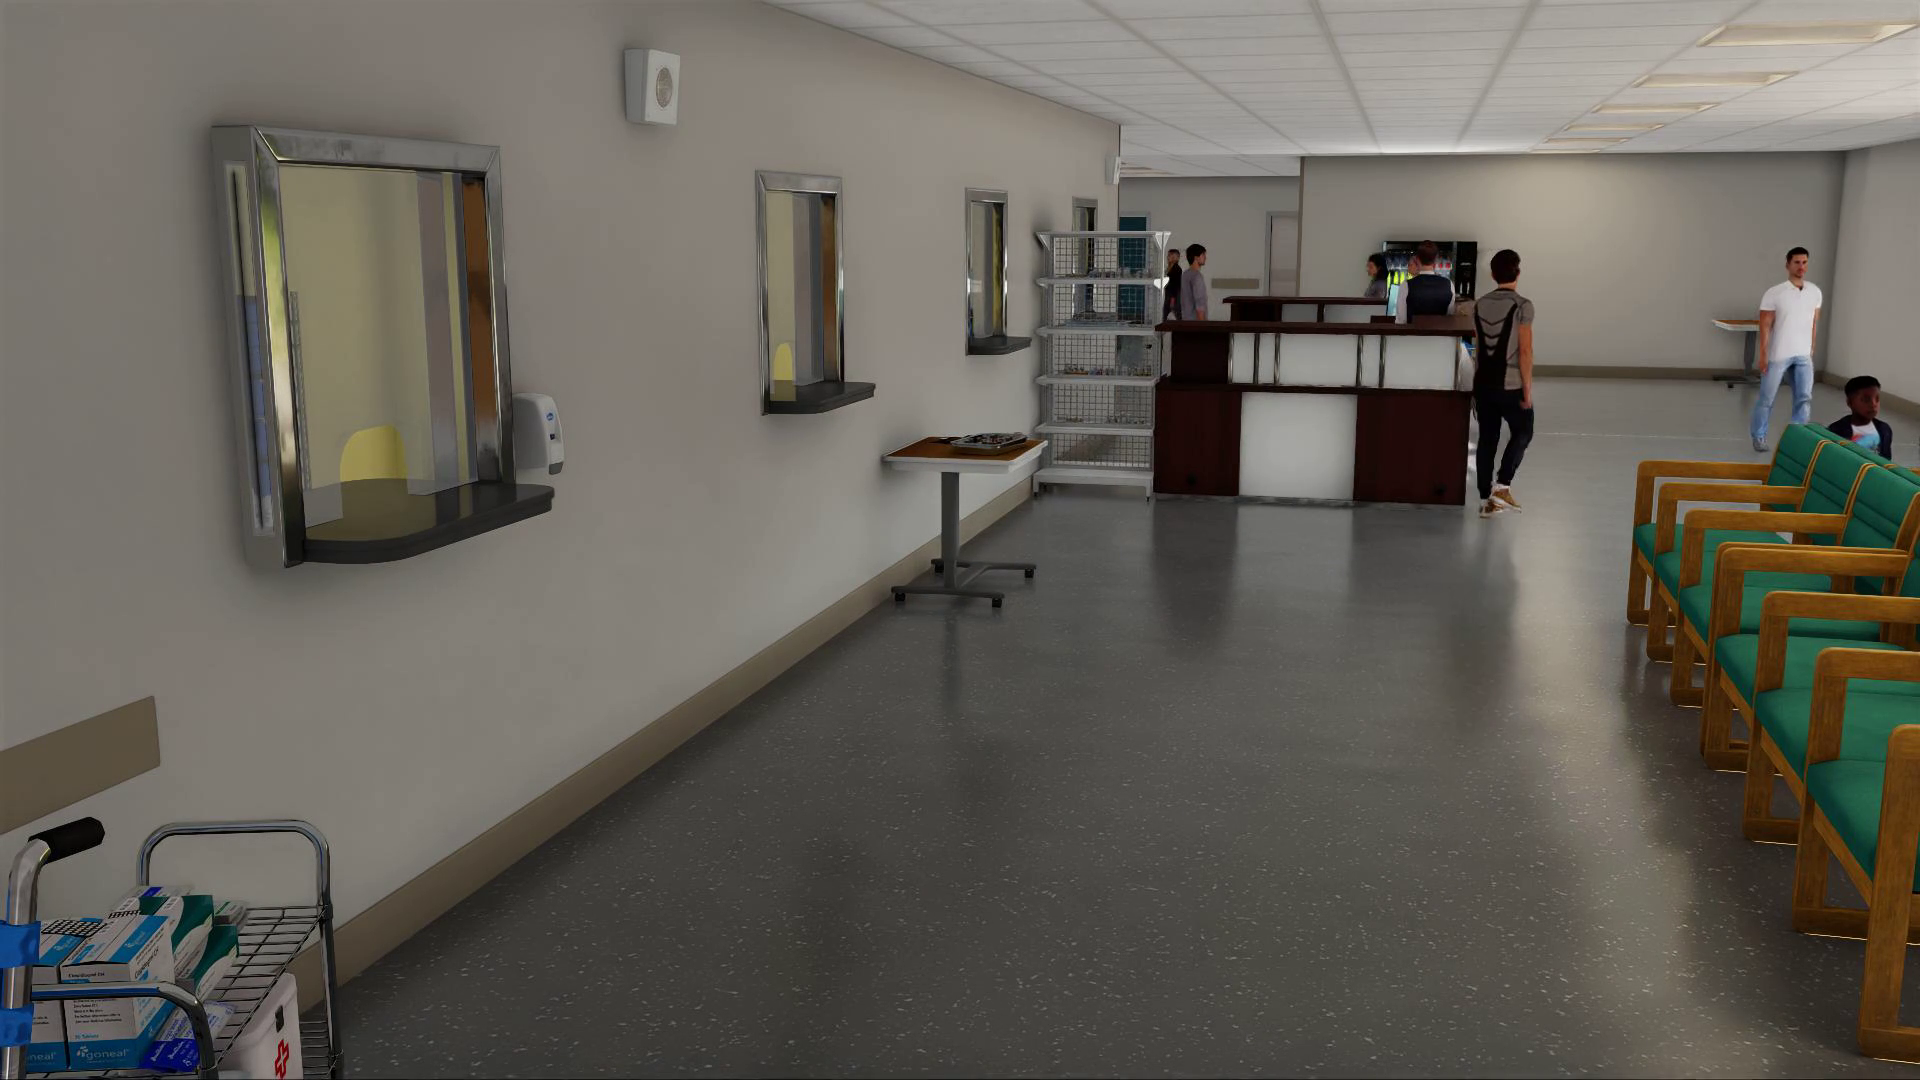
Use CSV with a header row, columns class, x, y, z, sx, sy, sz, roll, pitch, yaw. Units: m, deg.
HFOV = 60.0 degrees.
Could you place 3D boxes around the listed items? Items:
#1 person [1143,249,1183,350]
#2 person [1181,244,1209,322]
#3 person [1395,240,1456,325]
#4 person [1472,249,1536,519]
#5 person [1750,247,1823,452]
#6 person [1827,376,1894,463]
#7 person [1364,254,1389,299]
class,x,y,z,sx,sy,sz,roll,pitch,yaw
person,3.487,-3.781,26.558,1.114,1.633,0.995,-4,12,-22
person,2.658,-2.438,18.914,0.696,1.843,0.732,-2,11,-9
person,3.885,-1.538,13.922,0.556,1.935,0.744,1,11,6
person,3.724,-1.066,11.604,0.830,1.872,0.741,-10,15,-42
person,7.262,-1.622,14.679,1.165,1.818,0.900,1,11,4
person,4.796,-0.258,8.968,0.501,1.269,0.613,1,11,5
person,4.988,-2.498,19.598,0.685,1.706,0.729,1,11,5
